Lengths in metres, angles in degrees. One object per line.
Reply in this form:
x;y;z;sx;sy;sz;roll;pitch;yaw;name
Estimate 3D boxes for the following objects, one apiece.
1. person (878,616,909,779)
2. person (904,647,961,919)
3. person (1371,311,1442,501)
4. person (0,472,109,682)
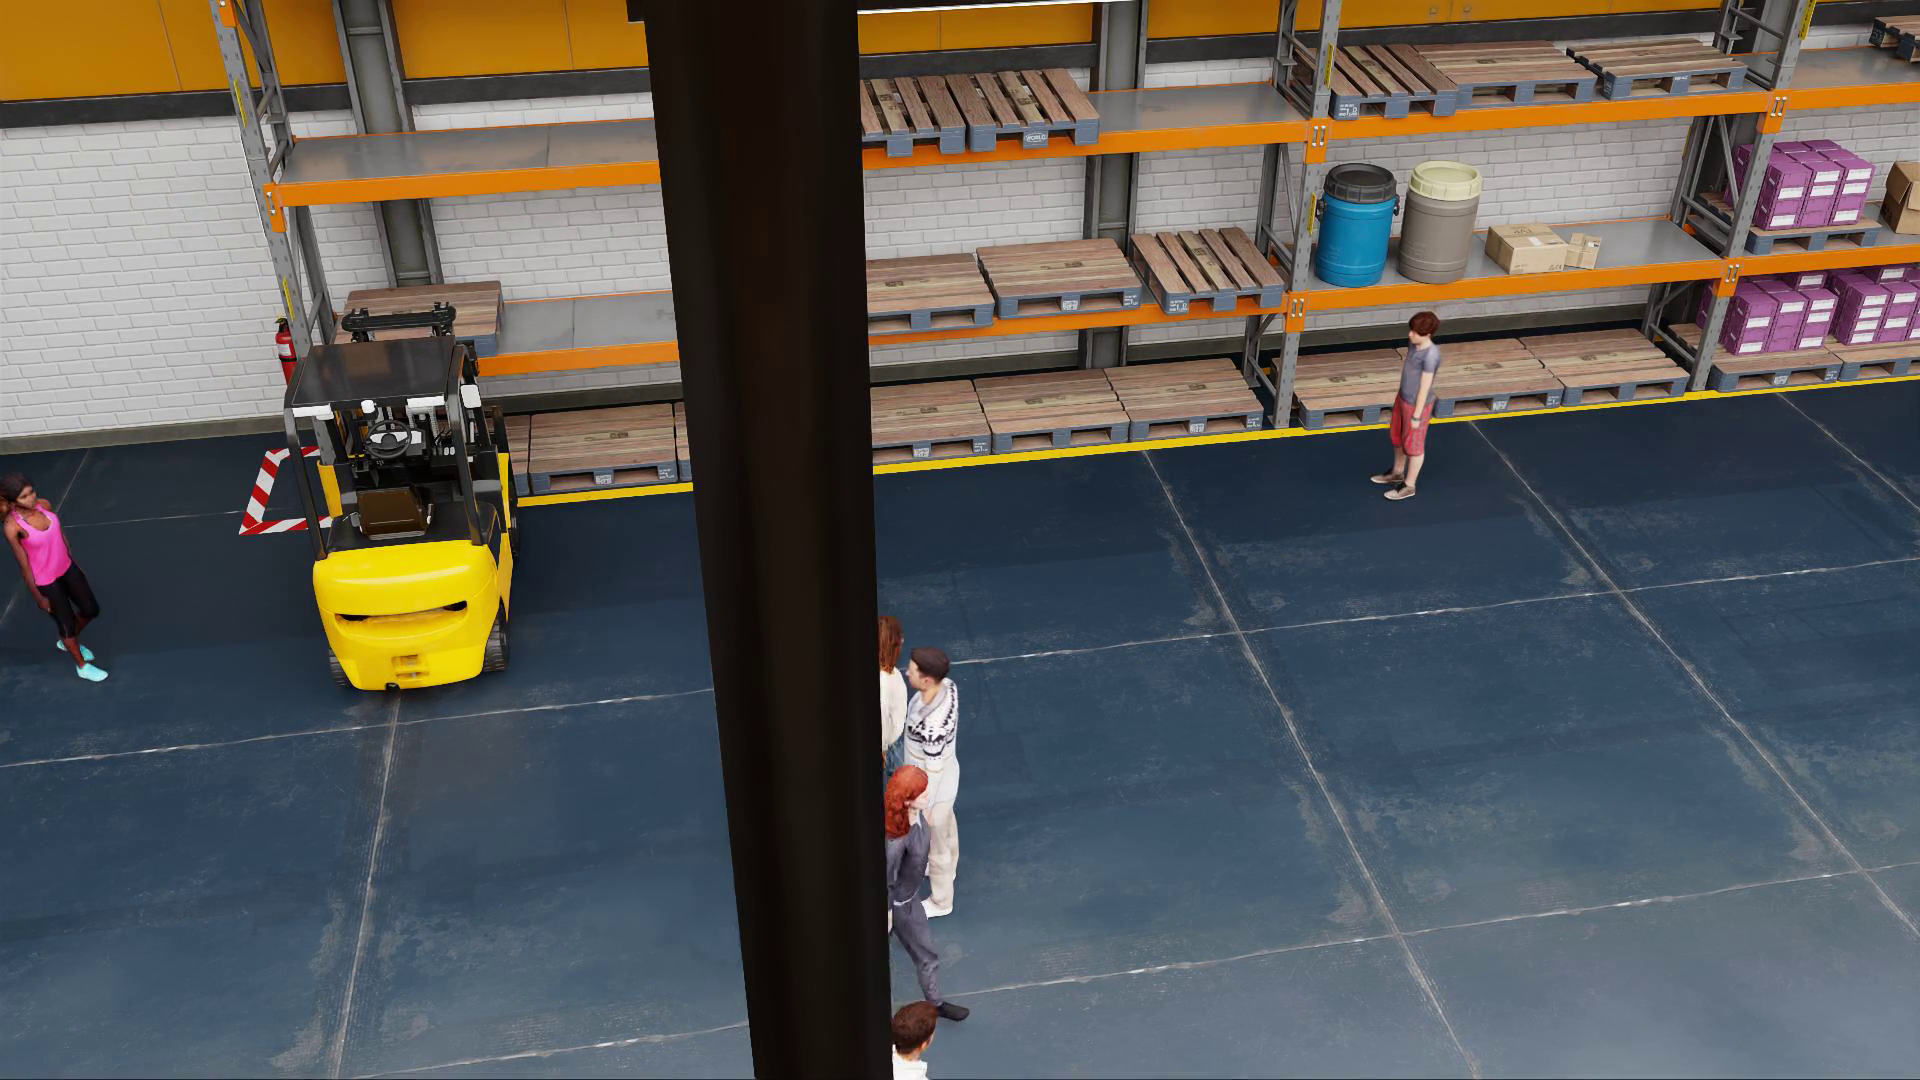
-0.576;1.186;9.936;0.795;1.659;0.628;-5;34;-8;person
-0.142;1.362;9.488;0.671;1.862;0.740;3;34;5;person
3.674;-1.097;13.381;0.541;1.647;0.591;-4;34;-7;person
-6.240;0.244;11.306;0.790;1.712;0.726;11;35;16;person
